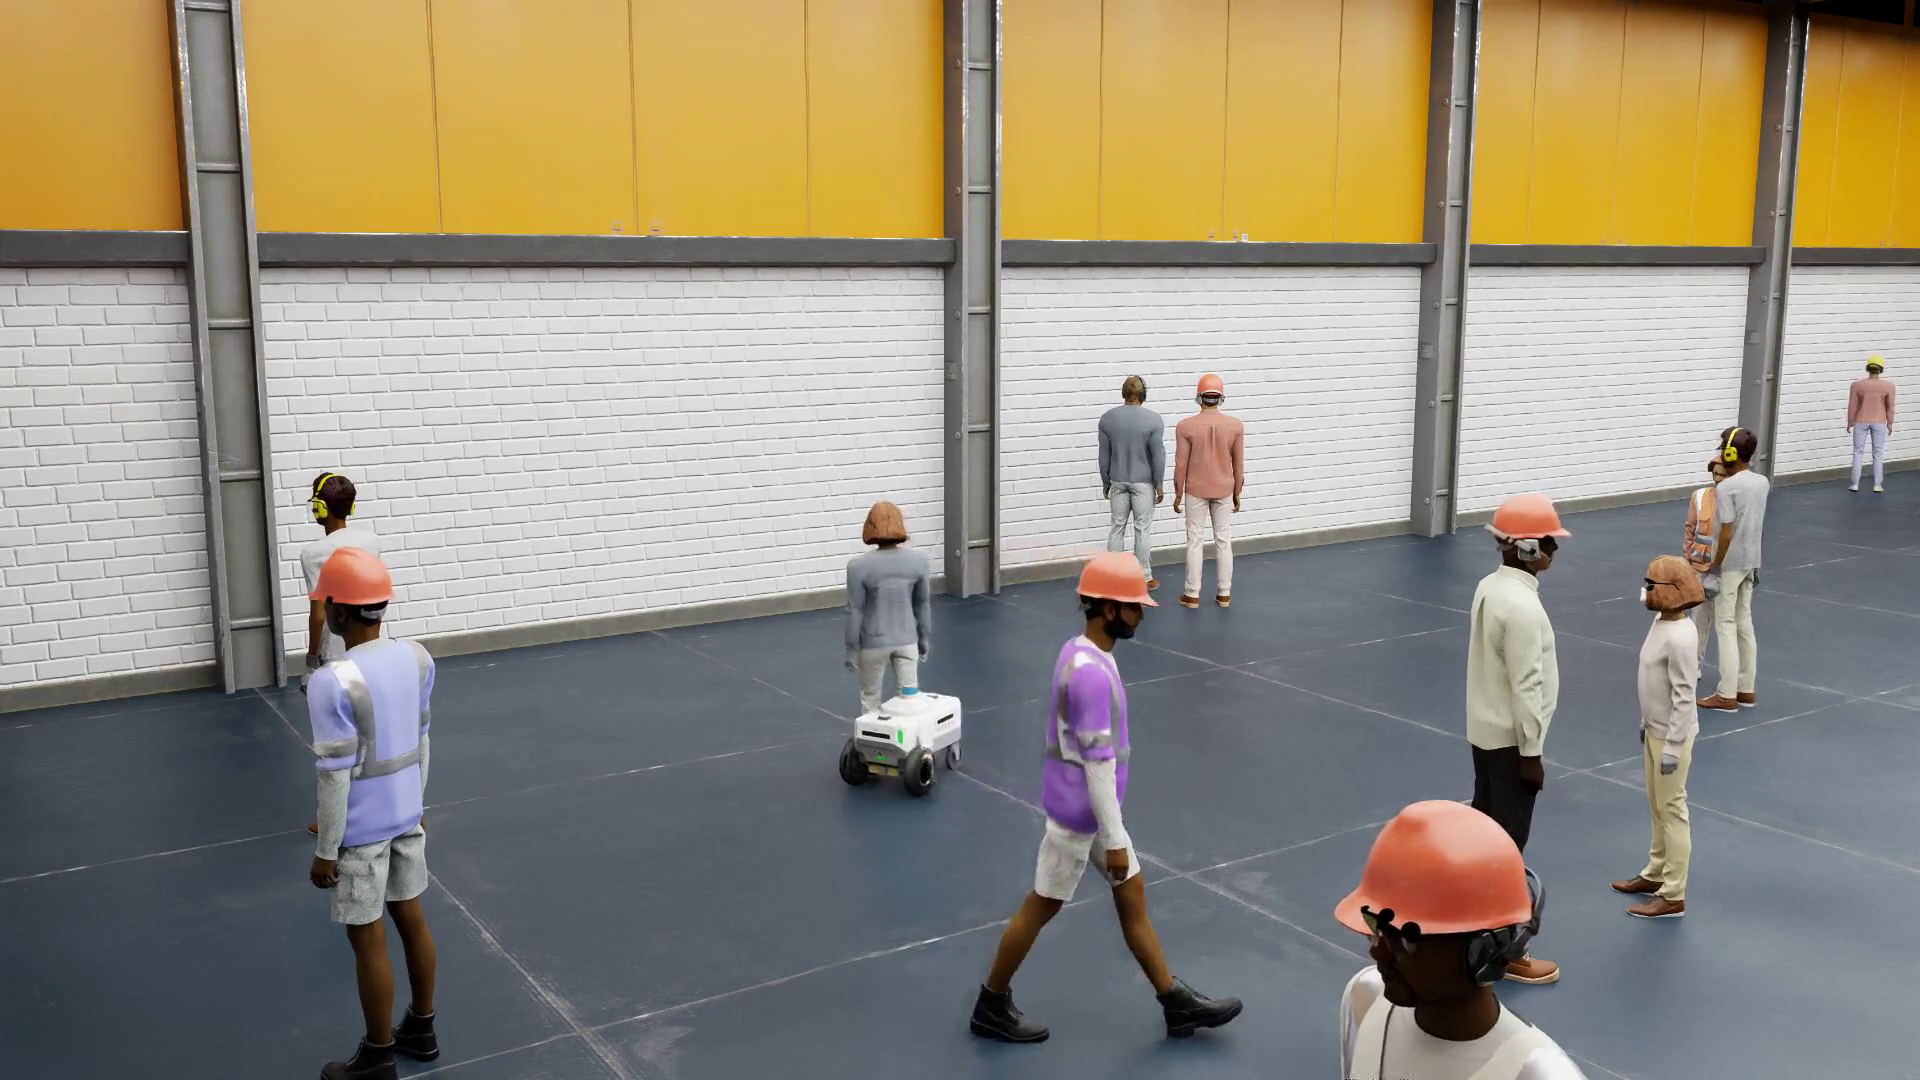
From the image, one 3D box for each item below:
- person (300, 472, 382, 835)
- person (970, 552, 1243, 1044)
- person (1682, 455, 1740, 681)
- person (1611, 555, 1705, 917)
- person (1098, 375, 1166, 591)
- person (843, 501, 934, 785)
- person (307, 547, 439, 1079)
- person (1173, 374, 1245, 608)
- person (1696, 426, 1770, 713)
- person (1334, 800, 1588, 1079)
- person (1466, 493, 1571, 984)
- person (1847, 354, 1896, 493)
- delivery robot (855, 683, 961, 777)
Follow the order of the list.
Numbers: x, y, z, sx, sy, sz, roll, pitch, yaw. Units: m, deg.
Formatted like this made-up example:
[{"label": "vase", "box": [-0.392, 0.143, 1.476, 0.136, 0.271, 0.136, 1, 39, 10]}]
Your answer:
[{"label": "person", "box": [-3.160, 0.584, 8.505, 0.328, 1.872, 0.513, 4, 10, 23]}, {"label": "person", "box": [0.516, 0.975, 6.159, 1.048, 1.868, 0.580, 1, 9, 5]}, {"label": "person", "box": [5.216, 0.214, 11.427, 0.310, 1.640, 0.514, -8, 13, -41]}, {"label": "person", "box": [3.148, 0.875, 7.456, 0.286, 1.634, 0.500, 2, 10, 12]}, {"label": "person", "box": [1.539, -0.502, 14.840, 0.632, 1.939, 0.368, 5, 11, 27]}, {"label": "person", "box": [-0.388, 0.586, 9.263, 0.517, 1.614, 0.684, -4, 10, -24]}, {"label": "person", "box": [-2.090, 0.982, 5.889, 0.349, 1.942, 0.545, 3, 10, 20]}, {"label": "person", "box": [2.107, -0.413, 14.132, 0.617, 1.994, 0.381, -1, 10, -8]}, {"label": "person", "box": [5.054, 0.193, 10.874, 0.533, 1.865, 0.310, -6, 11, -34]}, {"label": "person", "box": [0.801, 1.435, 2.861, 0.398, 2.042, 0.620, -4, 10, -24]}, {"label": "person", "box": [2.269, 0.797, 6.839, 0.376, 1.997, 0.610, 0, 9, 1]}, {"label": "person", "box": [11.659, -1.489, 21.308, 0.533, 1.767, 0.326, 5, 11, 27]}, {"label": "delivery robot", "box": [-0.287, 1.045, 9.395, 0.477, 0.478, 0.707, 5, 11, 29]}]
